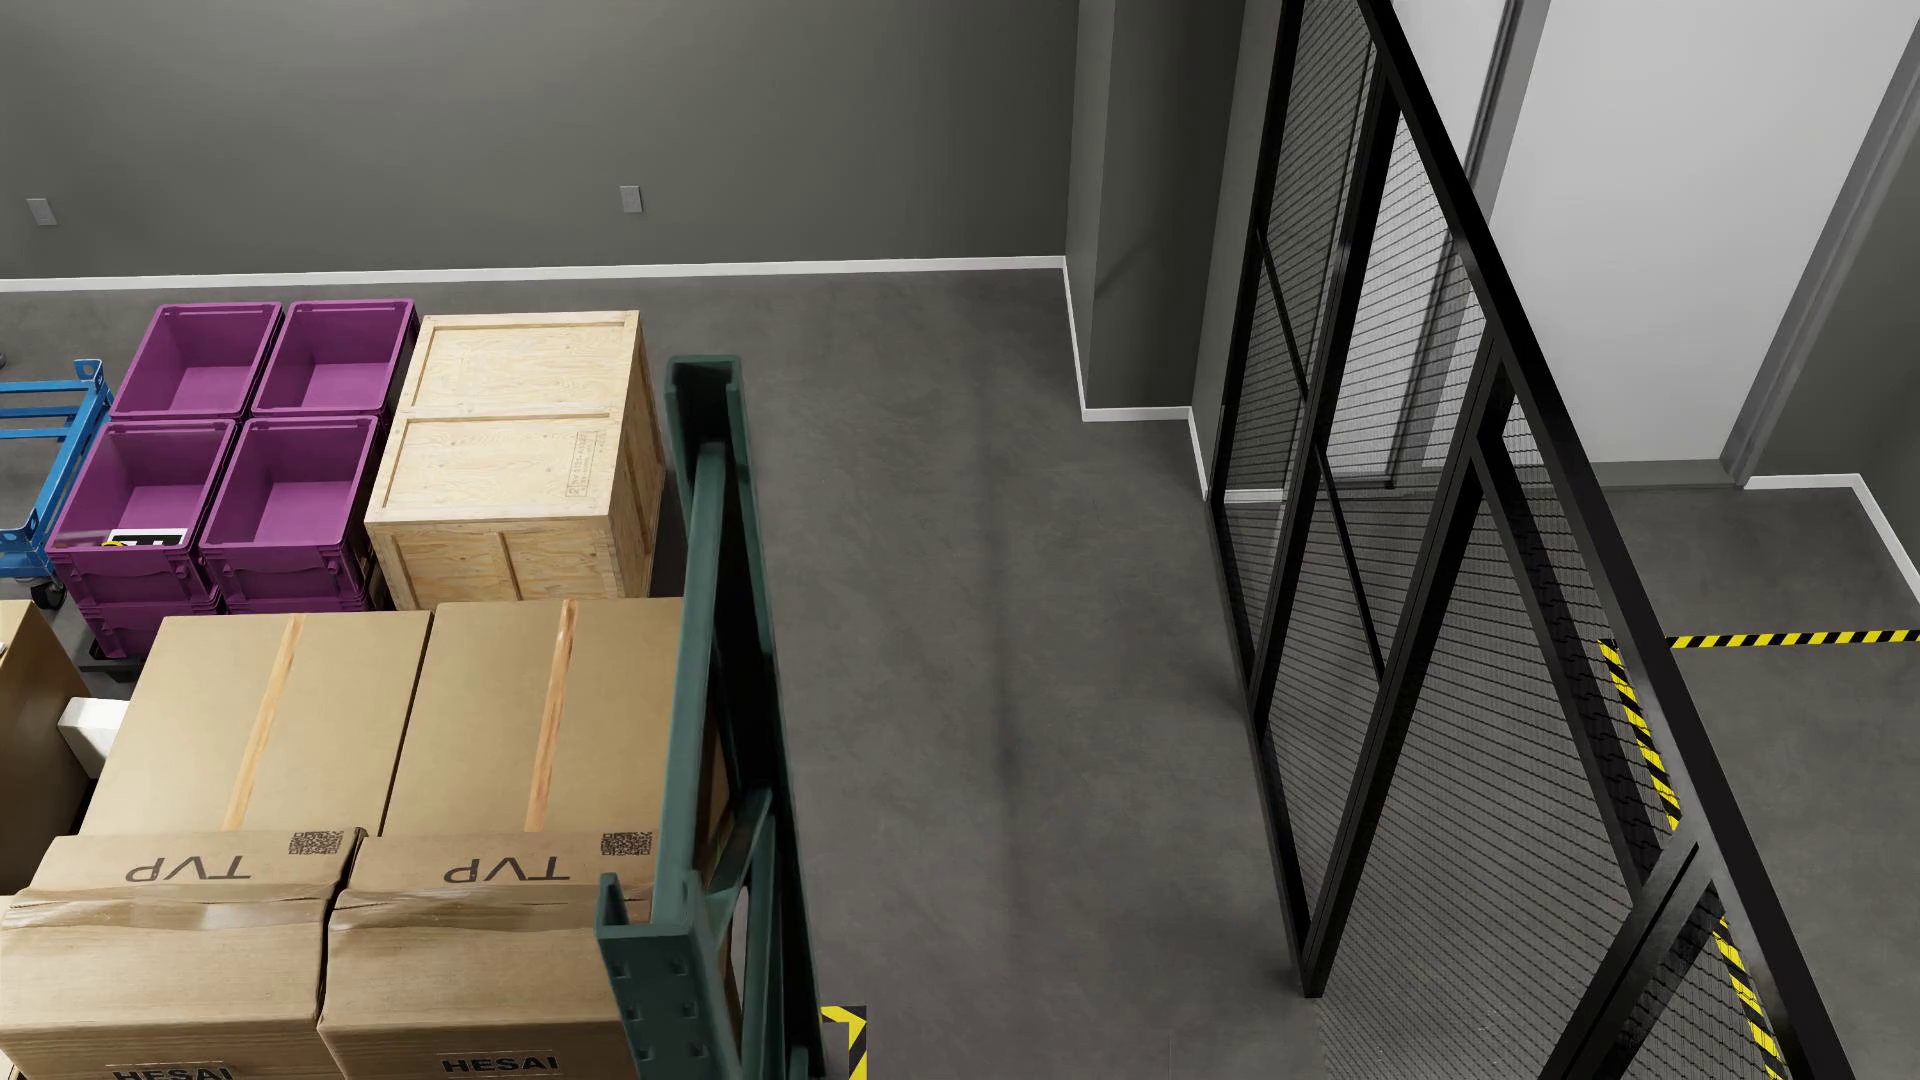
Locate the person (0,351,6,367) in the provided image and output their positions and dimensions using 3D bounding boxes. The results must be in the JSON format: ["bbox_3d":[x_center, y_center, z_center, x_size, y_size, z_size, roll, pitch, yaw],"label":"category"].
[{"bbox_3d":[-4.023,-1.272,5.971,0.353,1.937,0.635,-3,46,-3],"label":"person"}]
